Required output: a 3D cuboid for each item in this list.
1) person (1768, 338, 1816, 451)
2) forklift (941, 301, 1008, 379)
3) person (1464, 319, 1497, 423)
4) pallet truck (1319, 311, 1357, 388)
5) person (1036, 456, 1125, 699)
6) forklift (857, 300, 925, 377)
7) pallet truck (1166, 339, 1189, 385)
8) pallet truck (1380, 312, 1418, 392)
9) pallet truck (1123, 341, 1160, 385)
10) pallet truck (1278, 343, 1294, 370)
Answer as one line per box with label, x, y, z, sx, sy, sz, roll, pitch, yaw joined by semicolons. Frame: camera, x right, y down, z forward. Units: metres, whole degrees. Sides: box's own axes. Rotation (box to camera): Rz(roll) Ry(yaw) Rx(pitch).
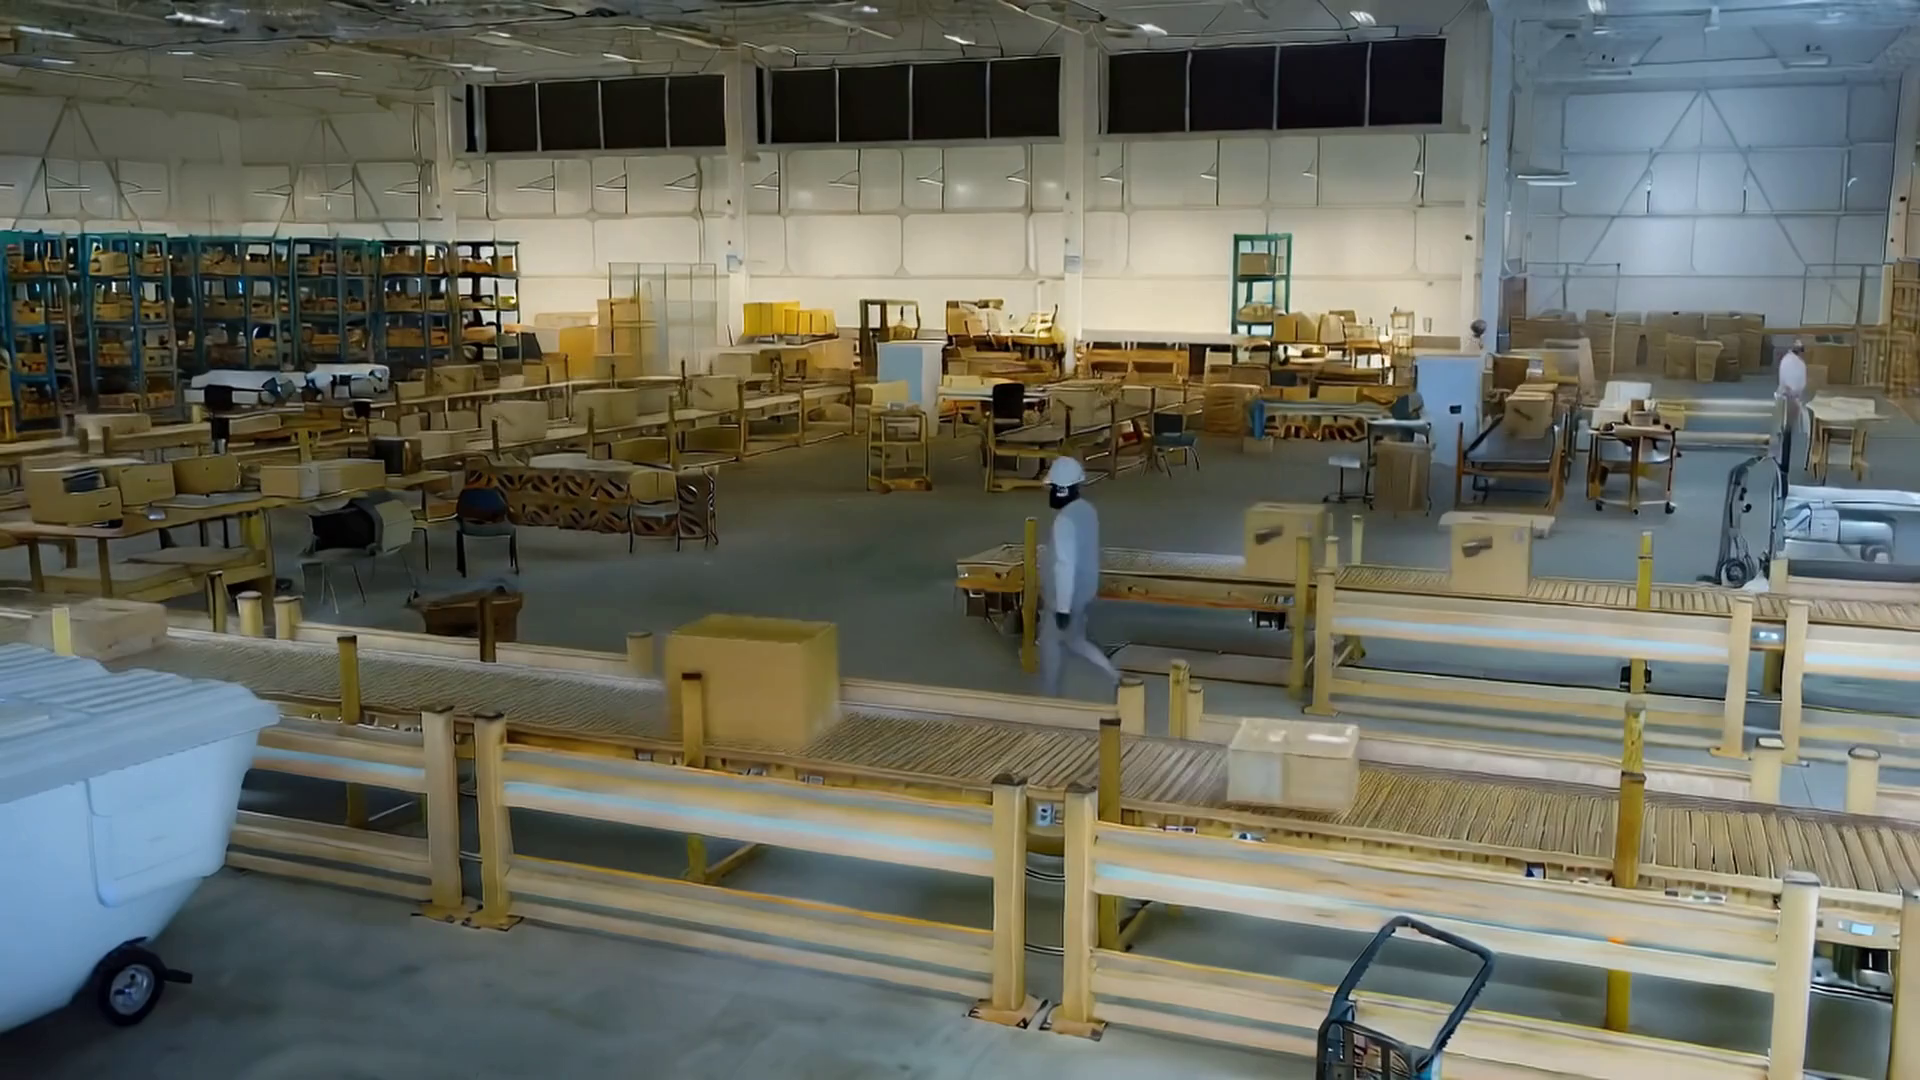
person;13.562;-2.331;26.942;0.658;1.859;0.942;-8;13;-42
forklift;0.365;-4.966;41.571;1.157;1.987;2.680;3;10;20
person;10.010;-3.244;32.037;0.636;2.005;0.893;-6;11;-34
pallet truck;9.071;-4.419;39.190;0.823;1.965;1.885;5;10;26
person;0.783;0.351;10.871;0.742;1.811;0.602;4;10;23
forklift;-1.732;-5.109;42.468;1.157;1.987;2.680;4;10;22
pallet truck;5.418;-4.269;40.420;0.704;1.261;1.522;3;10;20
pallet truck;10.207;-4.283;38.369;0.823;1.965;1.885;3;10;20
pallet truck;4.445;-4.380;41.279;0.680;1.201;1.601;4;10;22
pallet truck;7.886;-4.163;39.743;0.653;1.274;1.630;4;10;22
